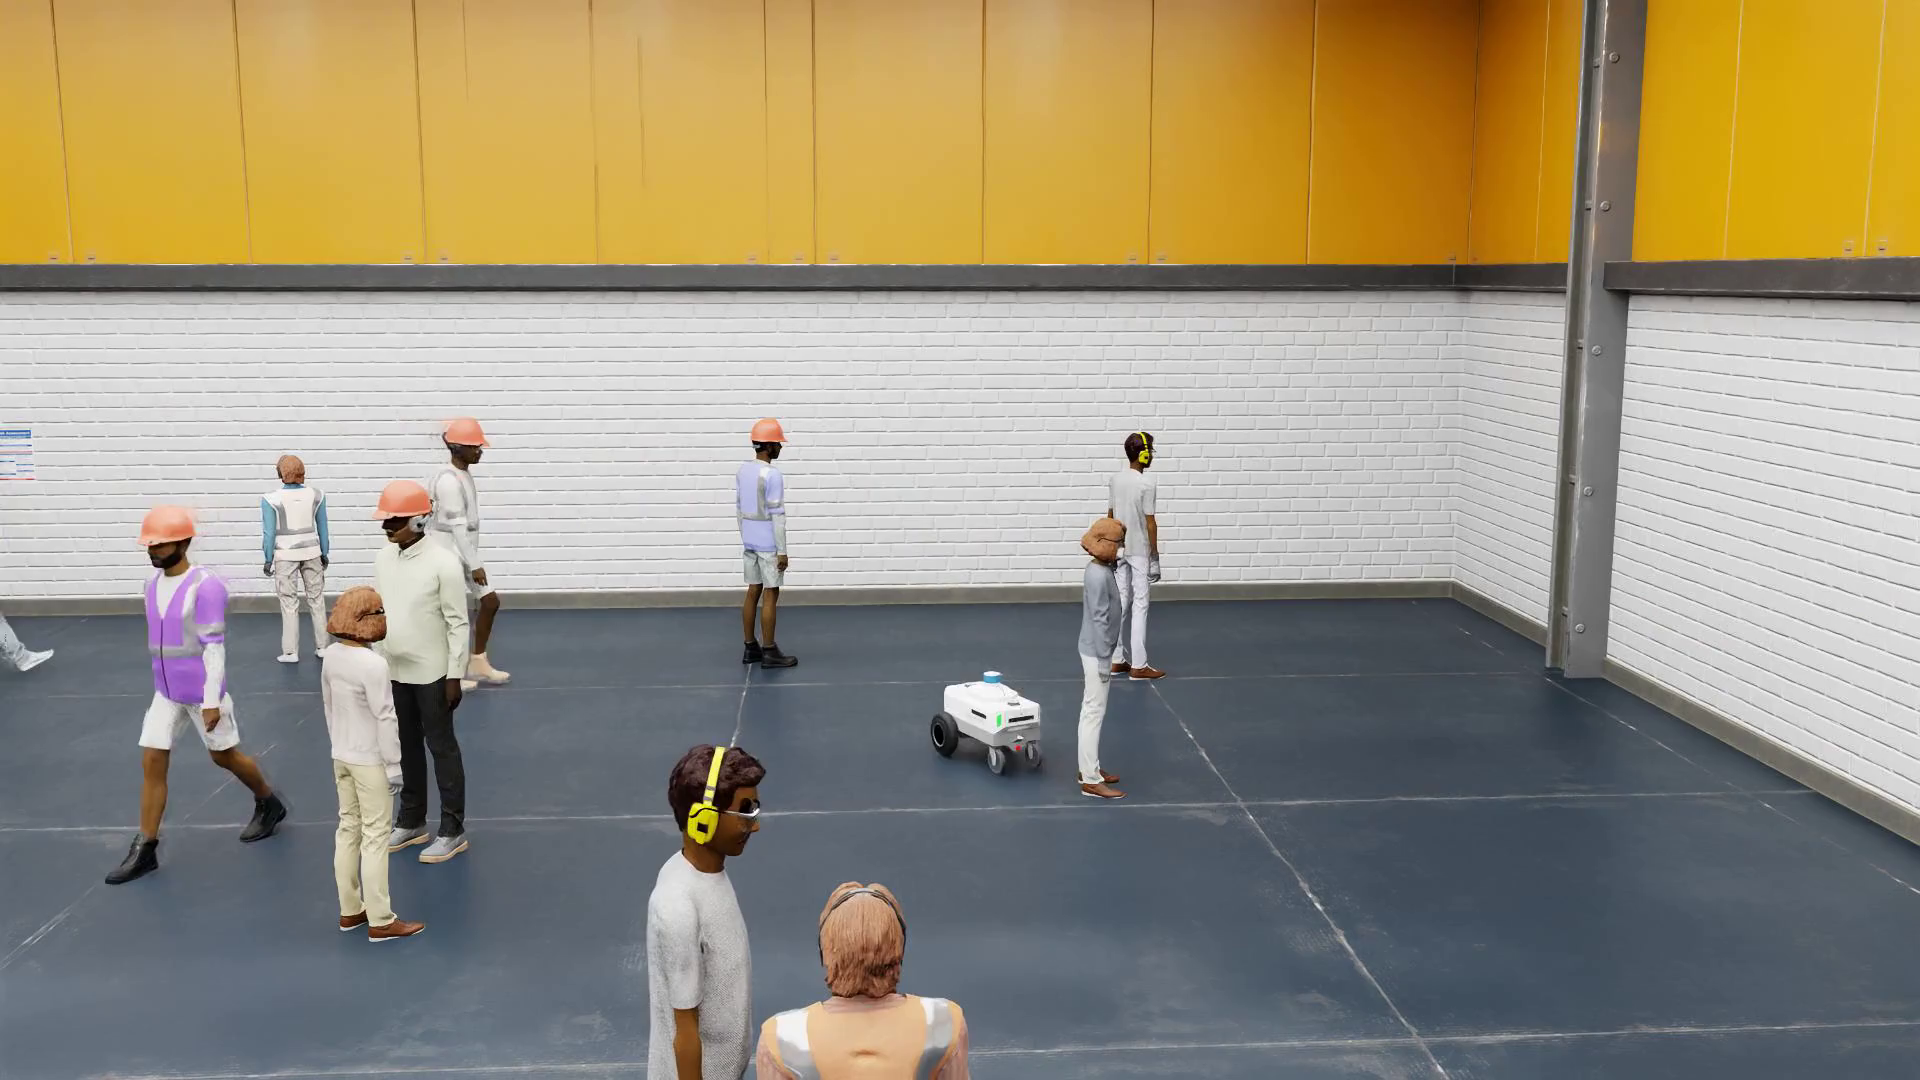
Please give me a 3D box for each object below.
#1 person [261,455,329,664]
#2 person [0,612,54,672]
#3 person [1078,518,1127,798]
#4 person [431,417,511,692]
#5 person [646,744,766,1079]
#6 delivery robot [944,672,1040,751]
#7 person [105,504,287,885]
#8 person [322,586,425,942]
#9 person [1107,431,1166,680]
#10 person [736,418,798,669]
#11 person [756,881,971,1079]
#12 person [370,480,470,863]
[{"bbox_3d":[-5.193,0.151,13.024,0.525,1.639,0.307,-9,12,-43],"label":"person"},{"bbox_3d":[-7.328,0.227,12.377,0.922,1.691,0.512,-7,11,-36],"label":"person"},{"bbox_3d":[0.829,0.677,9.738,0.278,1.633,0.497,0,9,3],"label":"person"},{"bbox_3d":[-3.551,0.121,12.020,0.659,2.014,0.617,0,9,1],"label":"person"},{"bbox_3d":[-0.631,1.433,4.278,0.329,1.865,0.511,-1,9,-5],"label":"person"},{"bbox_3d":[0.198,1.066,10.377,0.477,0.478,0.707,-5,10,-30],"label":"delivery robot"},{"bbox_3d":[-3.962,0.738,8.597,0.550,1.895,1.010,4,10,22],"label":"person"},{"bbox_3d":[-2.714,1.016,7.614,0.500,1.633,0.280,7,12,39],"label":"person"},{"bbox_3d":[1.318,0.116,12.525,0.310,1.868,0.532,-7,11,-36],"label":"person"},{"bbox_3d":[-1.495,0.023,12.895,0.373,1.934,0.551,-8,12,-40],"label":"person"},{"bbox_3d":[-0.221,1.604,3.902,0.522,1.639,0.306,-2,9,-14],"label":"person"},{"bbox_3d":[-2.823,0.673,8.639,0.622,1.991,0.383,5,10,29],"label":"person"}]
